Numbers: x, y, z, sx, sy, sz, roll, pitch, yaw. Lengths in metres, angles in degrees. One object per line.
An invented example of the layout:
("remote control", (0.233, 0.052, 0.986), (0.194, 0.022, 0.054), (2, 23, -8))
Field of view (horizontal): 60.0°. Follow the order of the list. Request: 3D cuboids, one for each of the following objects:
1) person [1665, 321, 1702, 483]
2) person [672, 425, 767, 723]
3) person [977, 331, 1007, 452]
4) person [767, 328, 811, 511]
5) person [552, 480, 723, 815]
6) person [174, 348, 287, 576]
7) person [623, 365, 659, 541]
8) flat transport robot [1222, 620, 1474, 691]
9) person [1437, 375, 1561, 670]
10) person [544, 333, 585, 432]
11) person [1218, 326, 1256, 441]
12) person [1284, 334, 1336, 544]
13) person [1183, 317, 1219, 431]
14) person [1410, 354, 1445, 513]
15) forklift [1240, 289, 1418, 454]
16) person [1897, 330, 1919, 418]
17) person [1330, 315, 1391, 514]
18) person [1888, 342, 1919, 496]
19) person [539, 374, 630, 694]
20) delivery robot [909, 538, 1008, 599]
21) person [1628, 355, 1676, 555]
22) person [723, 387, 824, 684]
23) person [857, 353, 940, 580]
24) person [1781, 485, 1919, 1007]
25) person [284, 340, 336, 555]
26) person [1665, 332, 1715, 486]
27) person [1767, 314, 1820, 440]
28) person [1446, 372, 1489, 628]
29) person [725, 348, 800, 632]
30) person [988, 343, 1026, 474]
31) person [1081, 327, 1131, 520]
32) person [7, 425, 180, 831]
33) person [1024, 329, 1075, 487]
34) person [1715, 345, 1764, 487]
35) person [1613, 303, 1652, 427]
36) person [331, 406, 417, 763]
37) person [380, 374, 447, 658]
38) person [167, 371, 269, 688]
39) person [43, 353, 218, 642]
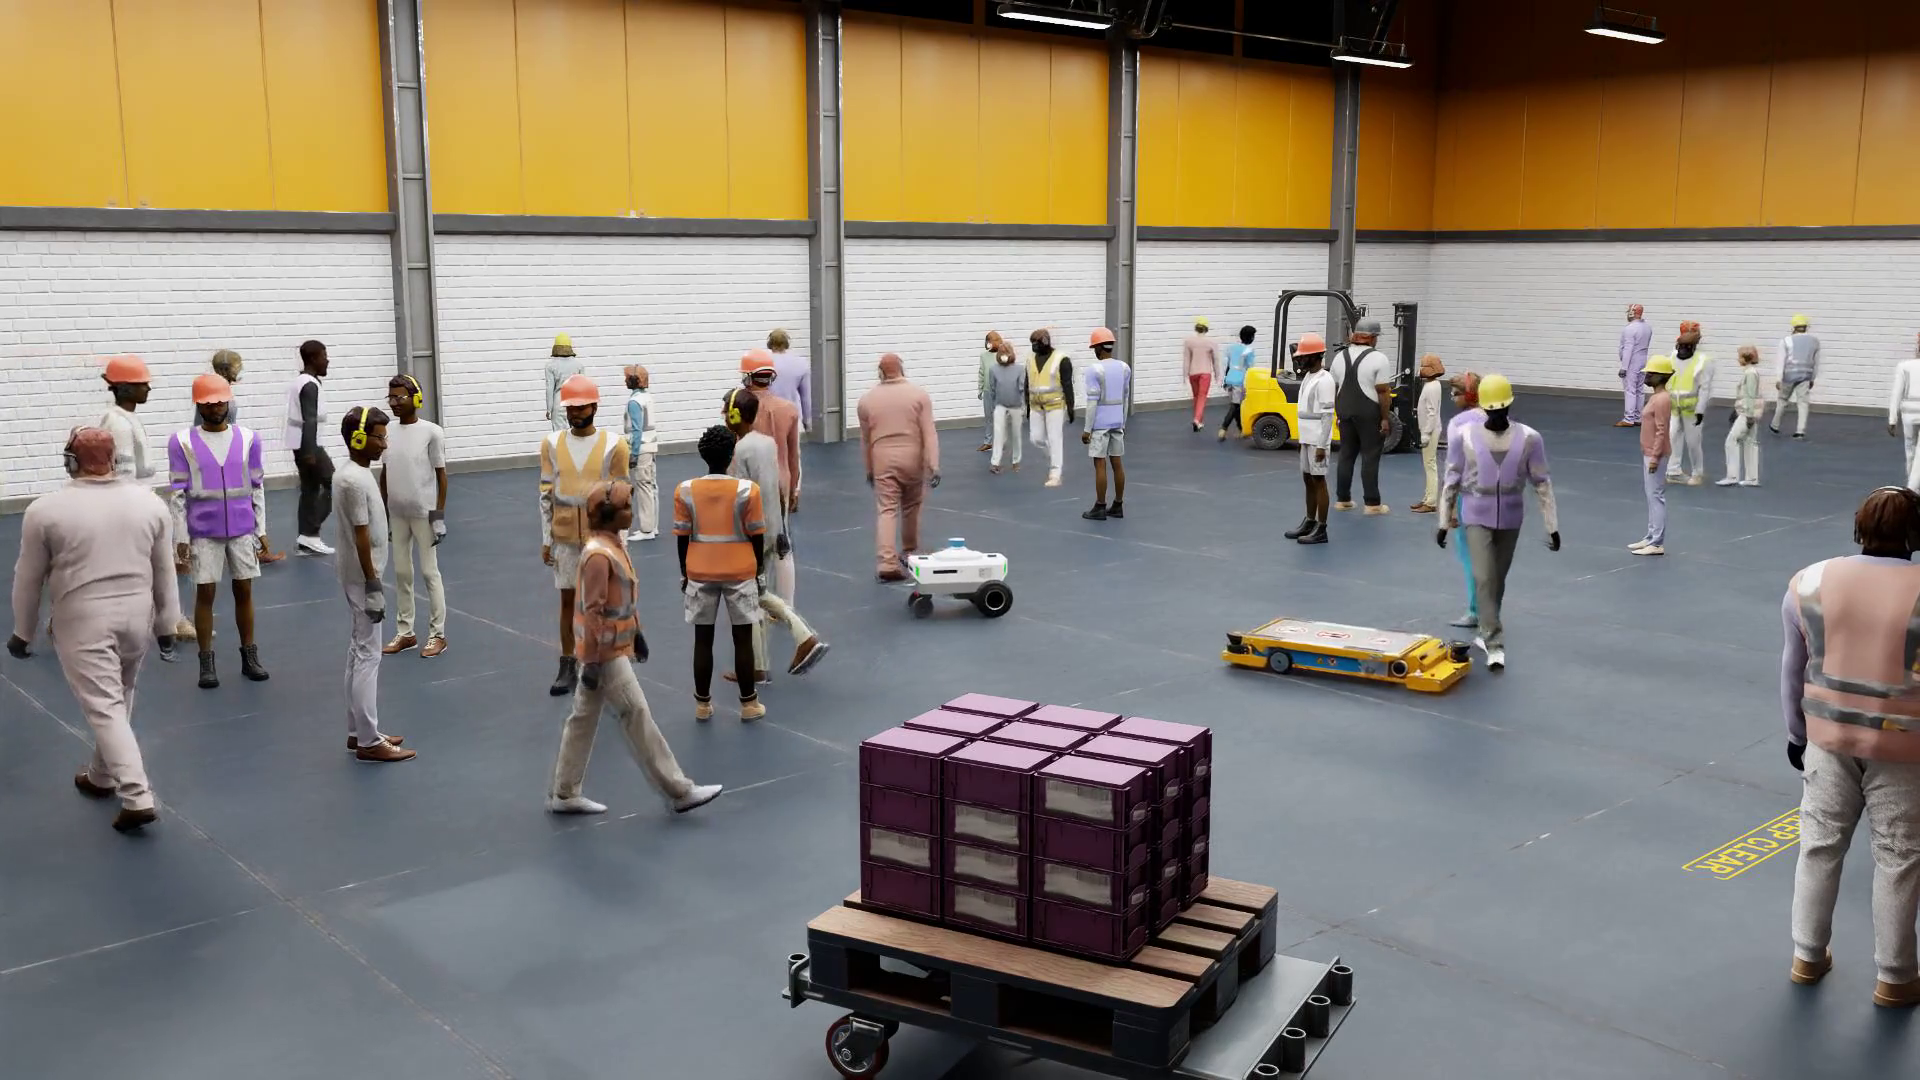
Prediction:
("person", (8.434, -1.608, 19.420), (0.358, 1.882, 0.574), (3, 10, 14))
("person", (-1.343, 0.198, 9.382), (0.532, 1.697, 0.320), (1, 10, 5))
("person", (0.460, -1.995, 22.407), (0.507, 1.632, 0.267), (7, 12, 34))
("person", (-1.851, -1.257, 17.331), (0.643, 1.904, 0.959), (-3, 10, -16))
("person", (-1.550, 0.517, 7.779), (0.835, 1.592, 0.544), (-1, 10, -7))
("person", (-6.160, -0.640, 13.823), (0.877, 1.881, 0.653), (-3, 10, -18))
("person", (-2.962, -0.808, 15.440), (0.315, 1.641, 0.514), (0, 10, 3))
("flat transport robot", (2.457, 0.707, 10.573), (1.431, 0.197, 0.652), (6, 12, 33))
("person", (3.469, -0.112, 10.659), (0.712, 1.870, 0.911), (1, 10, 4))
("person", (-4.625, -1.553, 19.498), (0.490, 1.743, 0.324), (-6, 11, -31))
("person", (3.950, -2.237, 23.763), (0.737, 1.651, 0.589), (-5, 11, -28))
("person", (3.228, -0.926, 15.285), (0.375, 1.931, 0.542), (-1, 10, -8))
("person", (3.634, -2.514, 25.192), (0.525, 1.731, 0.866), (4, 10, 20))
("person", (4.809, -1.088, 17.098), (0.285, 1.633, 0.497), (3, 10, 15))
("forklift", (5.034, -2.339, 22.783), (2.313, 2.155, 1.214), (3, 10, 16))
("person", (15.292, -2.737, 26.128), (0.659, 1.855, 0.943), (-6, 11, -31))
("person", (4.176, -1.296, 17.127), (0.536, 2.000, 0.688), (-8, 13, -39))
("person", (10.189, -1.265, 17.541), (0.606, 1.828, 0.989), (9, 13, 42))
("person", (-2.253, -0.027, 9.997), (0.542, 1.939, 0.363), (0, 10, -1))
("delivery robot", (-0.019, 0.229, 12.271), (0.707, 0.478, 0.477), (-2, 10, -10))
("person", (6.134, -0.749, 14.719), (0.298, 1.772, 0.533), (3, 10, 17))
("person", (-1.189, -0.013, 10.213), (0.555, 1.839, 0.571), (4, 10, 21))
("person", (-0.499, -0.609, 13.736), (0.697, 1.839, 0.983), (1, 10, 5))
("person", (3.237, 0.722, 5.894), (0.429, 1.846, 0.627), (-9, 13, -44))
("person", (-5.683, -0.798, 14.606), (0.461, 1.901, 0.625), (-5, 11, -27))
("person", (8.242, -1.474, 18.933), (0.608, 1.795, 0.932), (8, 13, 39))
("person", (12.067, -2.361, 24.078), (0.624, 1.786, 0.923), (1, 10, 5))
("person", (3.699, -0.280, 11.835), (0.664, 1.827, 0.423), (-7, 12, -34))
("person", (-1.406, -0.352, 11.731), (0.625, 1.992, 0.388), (-9, 13, -42))
("person", (0.575, -1.583, 20.135), (0.512, 1.585, 0.865), (2, 10, 12))
("person", (1.440, -1.160, 16.655), (0.543, 1.931, 0.371), (-7, 12, -36))
("person", (-4.013, 0.395, 7.784), (1.013, 1.861, 0.656), (7, 12, 36))
("person", (1.061, -1.531, 19.229), (0.711, 1.812, 0.549), (7, 12, 35))
("person", (8.930, -1.416, 19.063), (0.549, 1.623, 0.523), (5, 11, 27))
("person", (10.377, -2.692, 25.692), (0.636, 1.909, 0.404), (-8, 13, -39))
("person", (-3.099, 0.230, 8.716), (0.328, 1.865, 0.521), (-5, 11, -27))
("person", (-3.619, -0.158, 10.964), (0.513, 1.872, 0.328), (3, 10, 16))
("person", (-4.539, -0.067, 10.234), (0.548, 1.937, 0.358), (-7, 12, -36))
("person", (-5.609, -0.237, 11.070), (0.996, 2.009, 0.620), (-3, 10, -19))
